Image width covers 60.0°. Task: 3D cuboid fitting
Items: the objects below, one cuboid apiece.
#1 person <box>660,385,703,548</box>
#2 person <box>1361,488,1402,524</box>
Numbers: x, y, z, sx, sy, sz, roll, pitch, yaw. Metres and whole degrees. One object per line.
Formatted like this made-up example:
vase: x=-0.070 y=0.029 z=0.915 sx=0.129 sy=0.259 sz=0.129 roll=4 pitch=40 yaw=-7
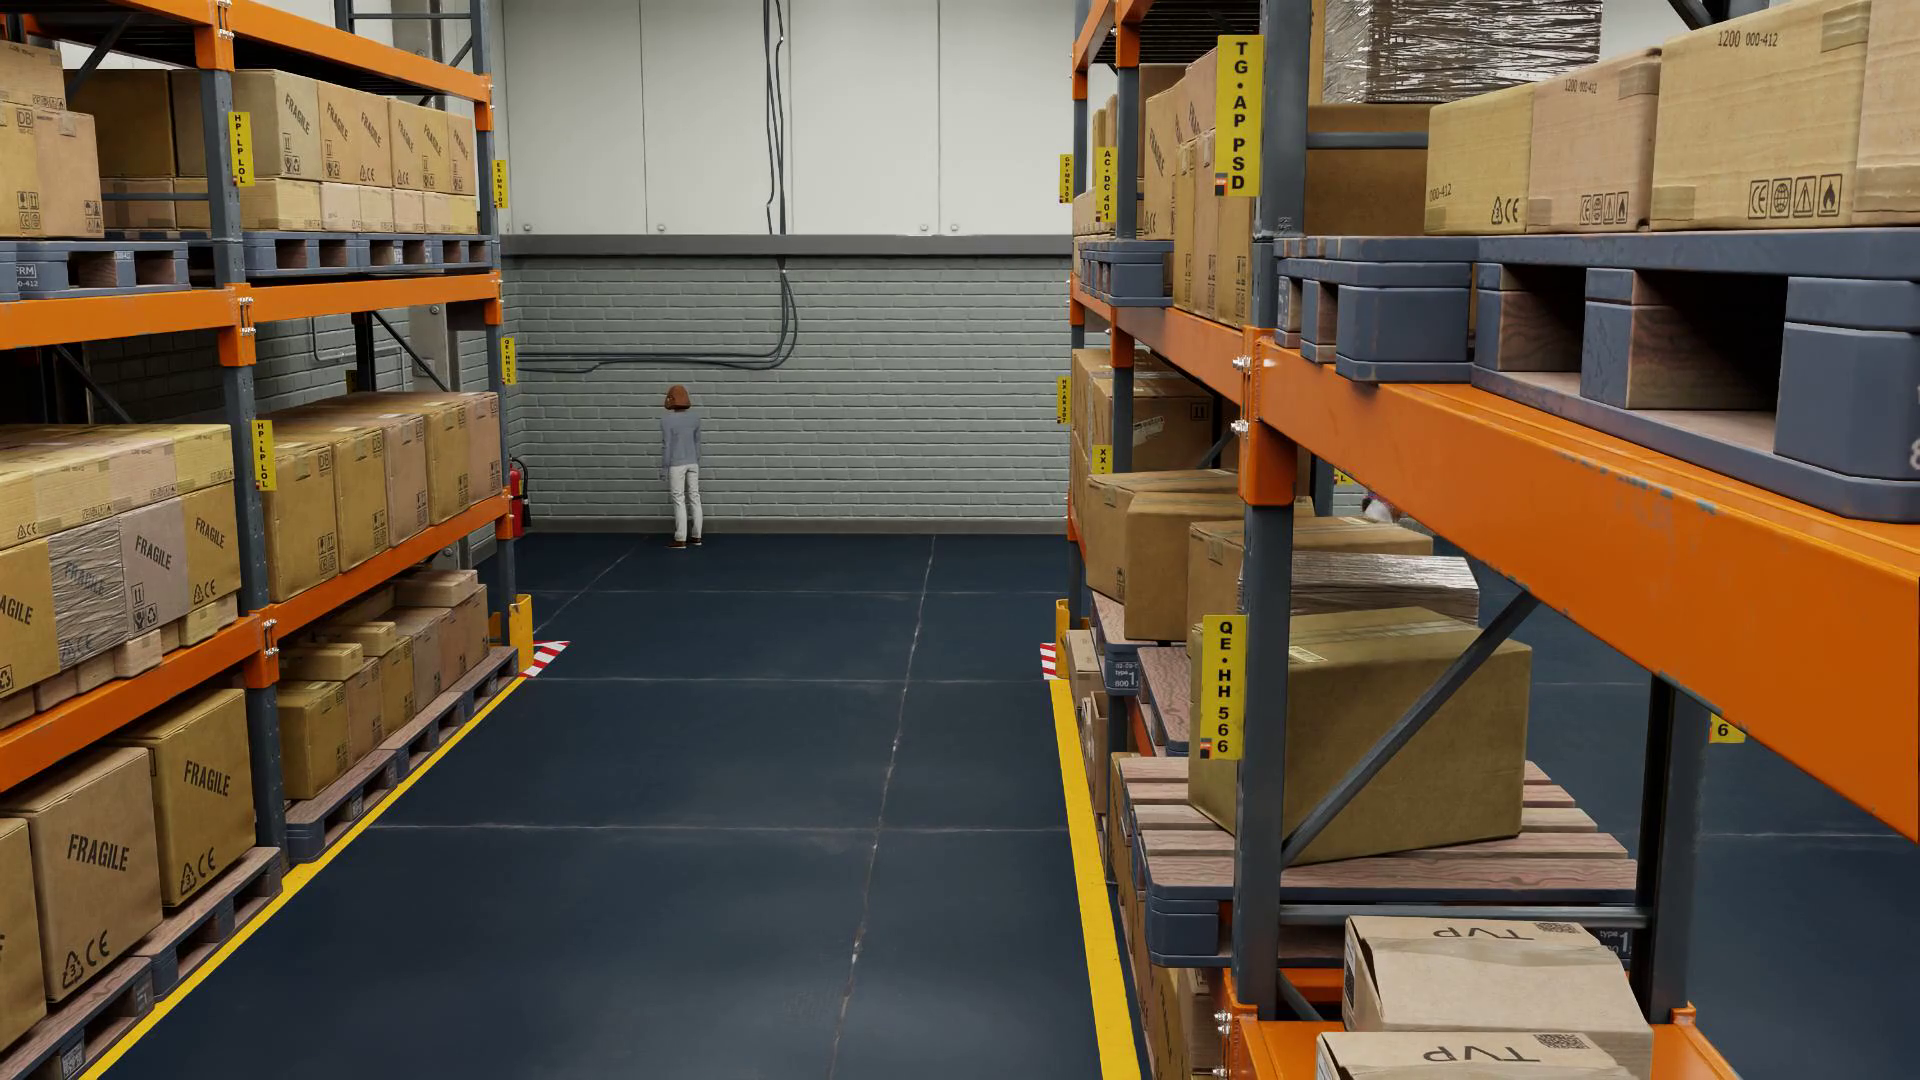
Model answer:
person: x=-2.799 y=-0.731 z=16.682 sx=0.287 sy=1.633 sz=0.498 roll=8 pitch=13 yaw=39
person: x=3.393 y=-0.370 z=13.865 sx=0.775 sy=1.911 sz=0.584 roll=1 pitch=10 yaw=3
